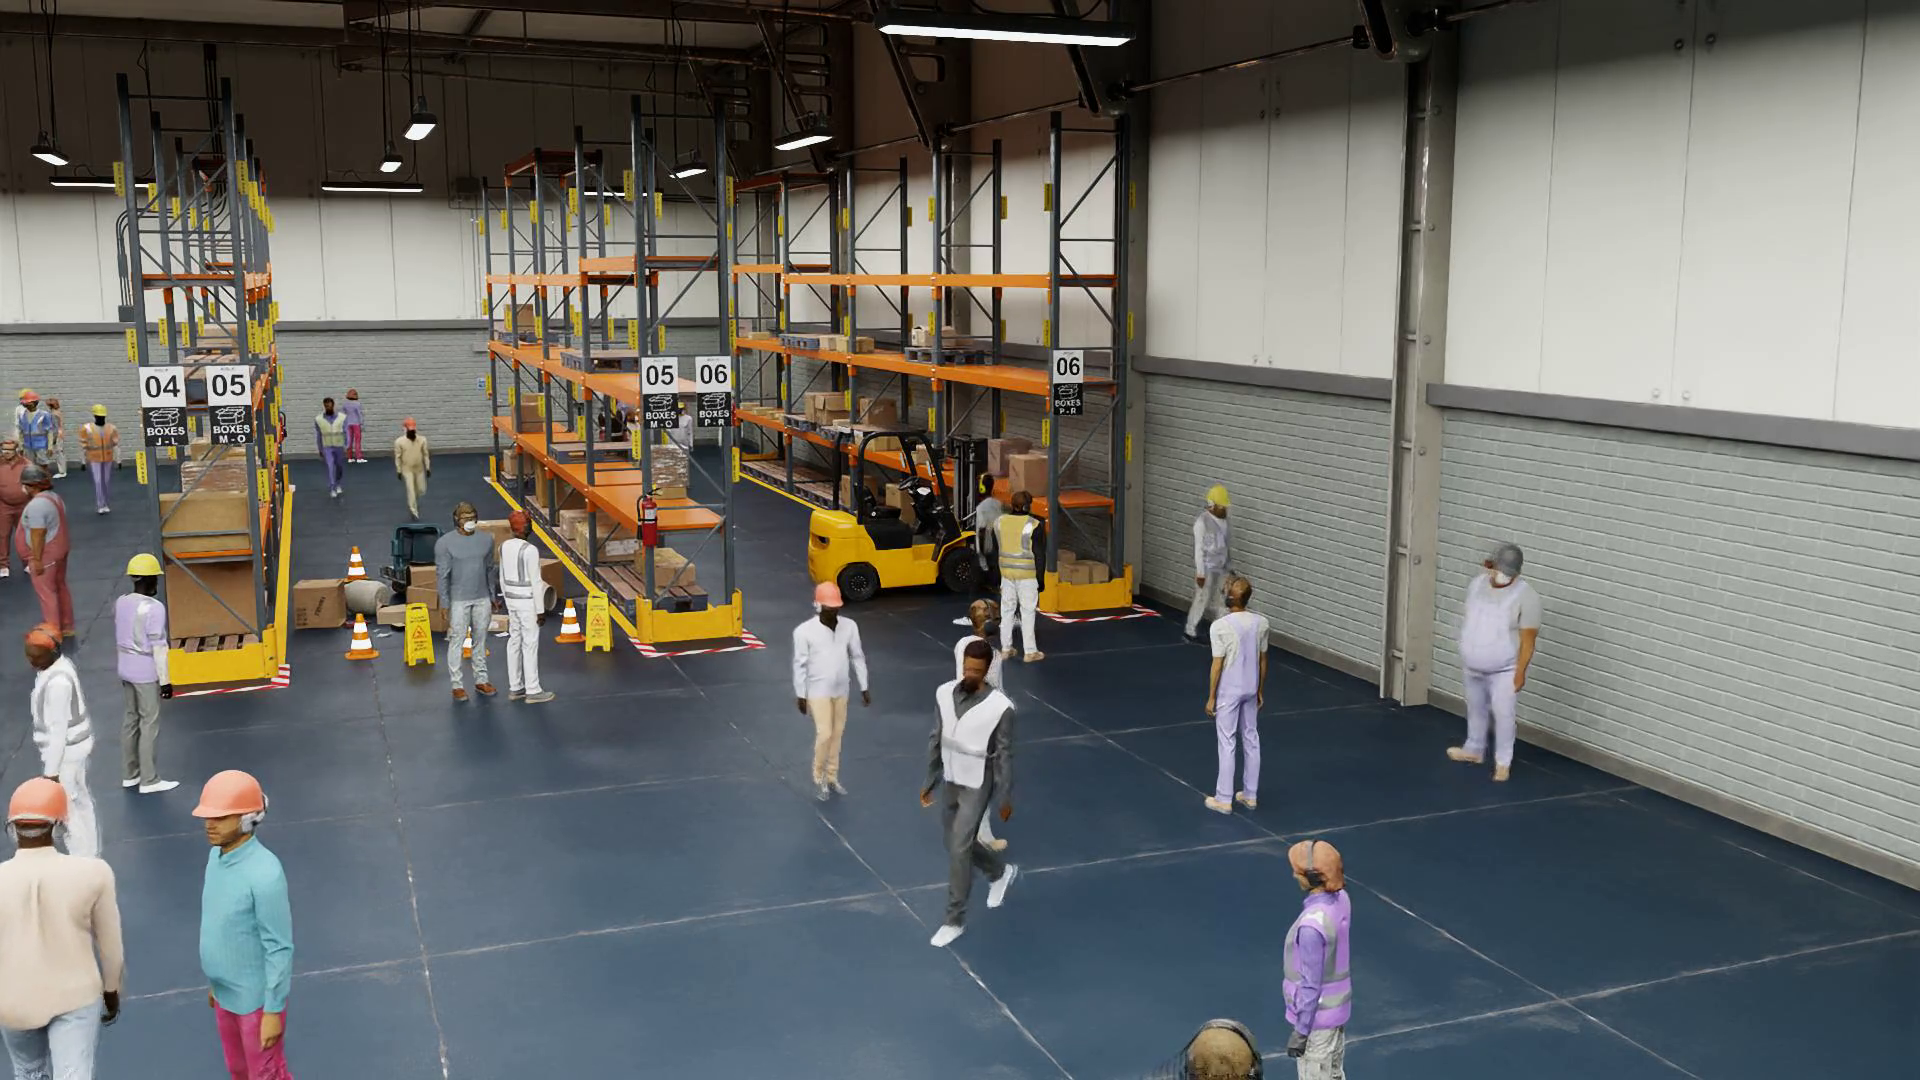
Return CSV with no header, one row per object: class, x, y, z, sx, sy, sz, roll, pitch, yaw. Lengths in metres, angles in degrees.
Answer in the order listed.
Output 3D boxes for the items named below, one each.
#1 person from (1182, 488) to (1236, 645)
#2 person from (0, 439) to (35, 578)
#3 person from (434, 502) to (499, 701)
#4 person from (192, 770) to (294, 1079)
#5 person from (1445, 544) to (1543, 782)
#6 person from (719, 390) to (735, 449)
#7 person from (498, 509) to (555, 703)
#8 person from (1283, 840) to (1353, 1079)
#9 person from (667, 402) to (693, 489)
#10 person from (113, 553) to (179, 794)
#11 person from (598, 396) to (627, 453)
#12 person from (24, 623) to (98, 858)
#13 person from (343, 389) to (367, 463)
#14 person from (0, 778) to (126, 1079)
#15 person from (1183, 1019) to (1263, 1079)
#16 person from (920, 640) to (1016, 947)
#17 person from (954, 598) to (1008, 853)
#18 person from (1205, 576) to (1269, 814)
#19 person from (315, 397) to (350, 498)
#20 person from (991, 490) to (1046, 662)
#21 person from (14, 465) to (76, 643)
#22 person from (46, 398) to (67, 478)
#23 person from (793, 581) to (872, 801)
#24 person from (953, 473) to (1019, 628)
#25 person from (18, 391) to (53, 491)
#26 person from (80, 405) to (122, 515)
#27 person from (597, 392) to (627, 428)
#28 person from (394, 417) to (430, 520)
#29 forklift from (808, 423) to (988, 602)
person,2.842,0.298,18.611,0.669,1.805,0.600,-8,12,-40
person,-13.018,-0.447,22.895,0.643,1.905,0.400,-8,12,-40
person,-4.800,0.590,16.249,0.361,1.939,0.635,9,12,43
person,-3.148,1.978,7.329,0.622,1.996,0.370,8,12,42
person,4.340,0.947,13.684,0.561,2.000,0.844,-6,11,-32
person,-5.573,-3.047,39.726,0.571,1.749,0.342,4,10,26
person,-4.216,0.639,16.116,0.584,1.884,0.349,7,12,39
person,1.603,2.135,7.468,0.309,1.640,0.513,4,10,26
person,-5.407,-1.848,32.138,0.526,1.769,0.328,-3,10,-19
person,-6.550,1.062,13.389,0.600,1.913,0.430,6,11,34
person,-6.345,-1.693,30.298,0.385,2.041,0.615,8,12,42
person,-6.058,1.436,11.244,0.359,1.857,0.745,-5,10,-26
person,-13.401,-2.522,36.790,0.497,1.636,0.286,3,10,19
person,-4.027,2.009,7.357,0.615,1.930,1.068,-4,10,-25
person,0.843,2.367,5.183,0.654,1.894,0.991,6,11,32
person,0.069,1.538,10.487,0.600,1.876,0.842,9,13,44
person,0.141,1.329,11.940,0.349,1.837,0.502,-6,11,-34
person,2.123,1.185,12.802,0.506,1.847,0.345,-4,10,-24
person,-11.801,-1.765,31.296,0.588,1.879,0.957,-4,10,-24
person,0.651,0.382,17.868,0.631,1.842,0.428,6,11,33
person,-10.360,0.140,18.767,0.535,2.000,0.693,-1,9,-8
person,-18.490,-2.088,34.047,0.310,1.639,0.514,-3,10,-21
person,-0.990,1.186,13.115,0.585,1.738,0.458,-7,11,-37
person,0.331,0.126,19.481,0.816,1.840,0.519,7,11,38
person,-16.926,-1.713,30.429,0.615,2.038,0.395,0,9,2
person,-14.826,-1.378,28.786,0.614,1.887,0.899,-8,12,-43
person,-7.592,-2.599,36.053,0.649,2.017,0.743,3,10,18
person,-9.309,-1.222,28.273,0.583,1.738,0.488,-6,11,-35
forklift,-0.830,-0.399,21.676,2.313,2.155,1.214,-4,10,-21
